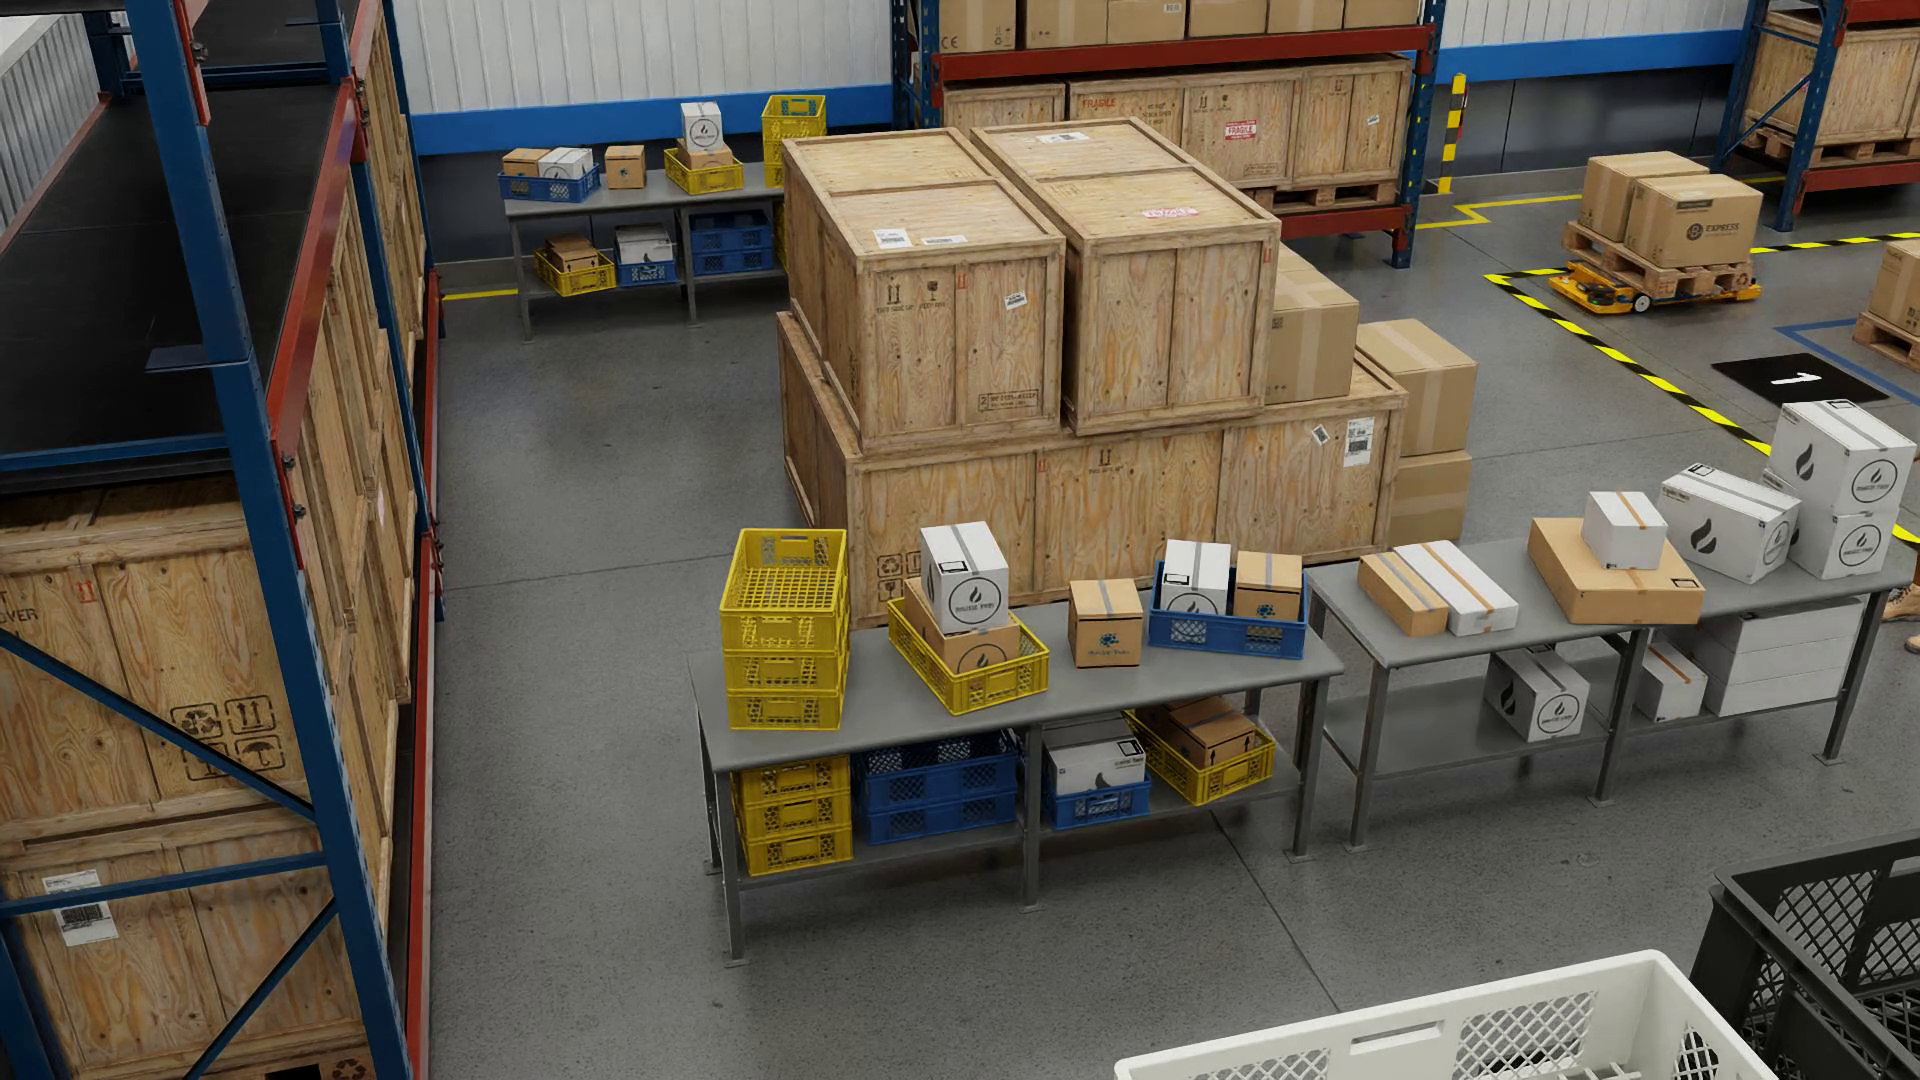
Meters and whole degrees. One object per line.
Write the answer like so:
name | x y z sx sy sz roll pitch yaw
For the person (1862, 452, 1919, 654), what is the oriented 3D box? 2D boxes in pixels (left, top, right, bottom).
person | 4.870 -0.400 8.007 0.379 2.039 0.614 -6 29 -10
